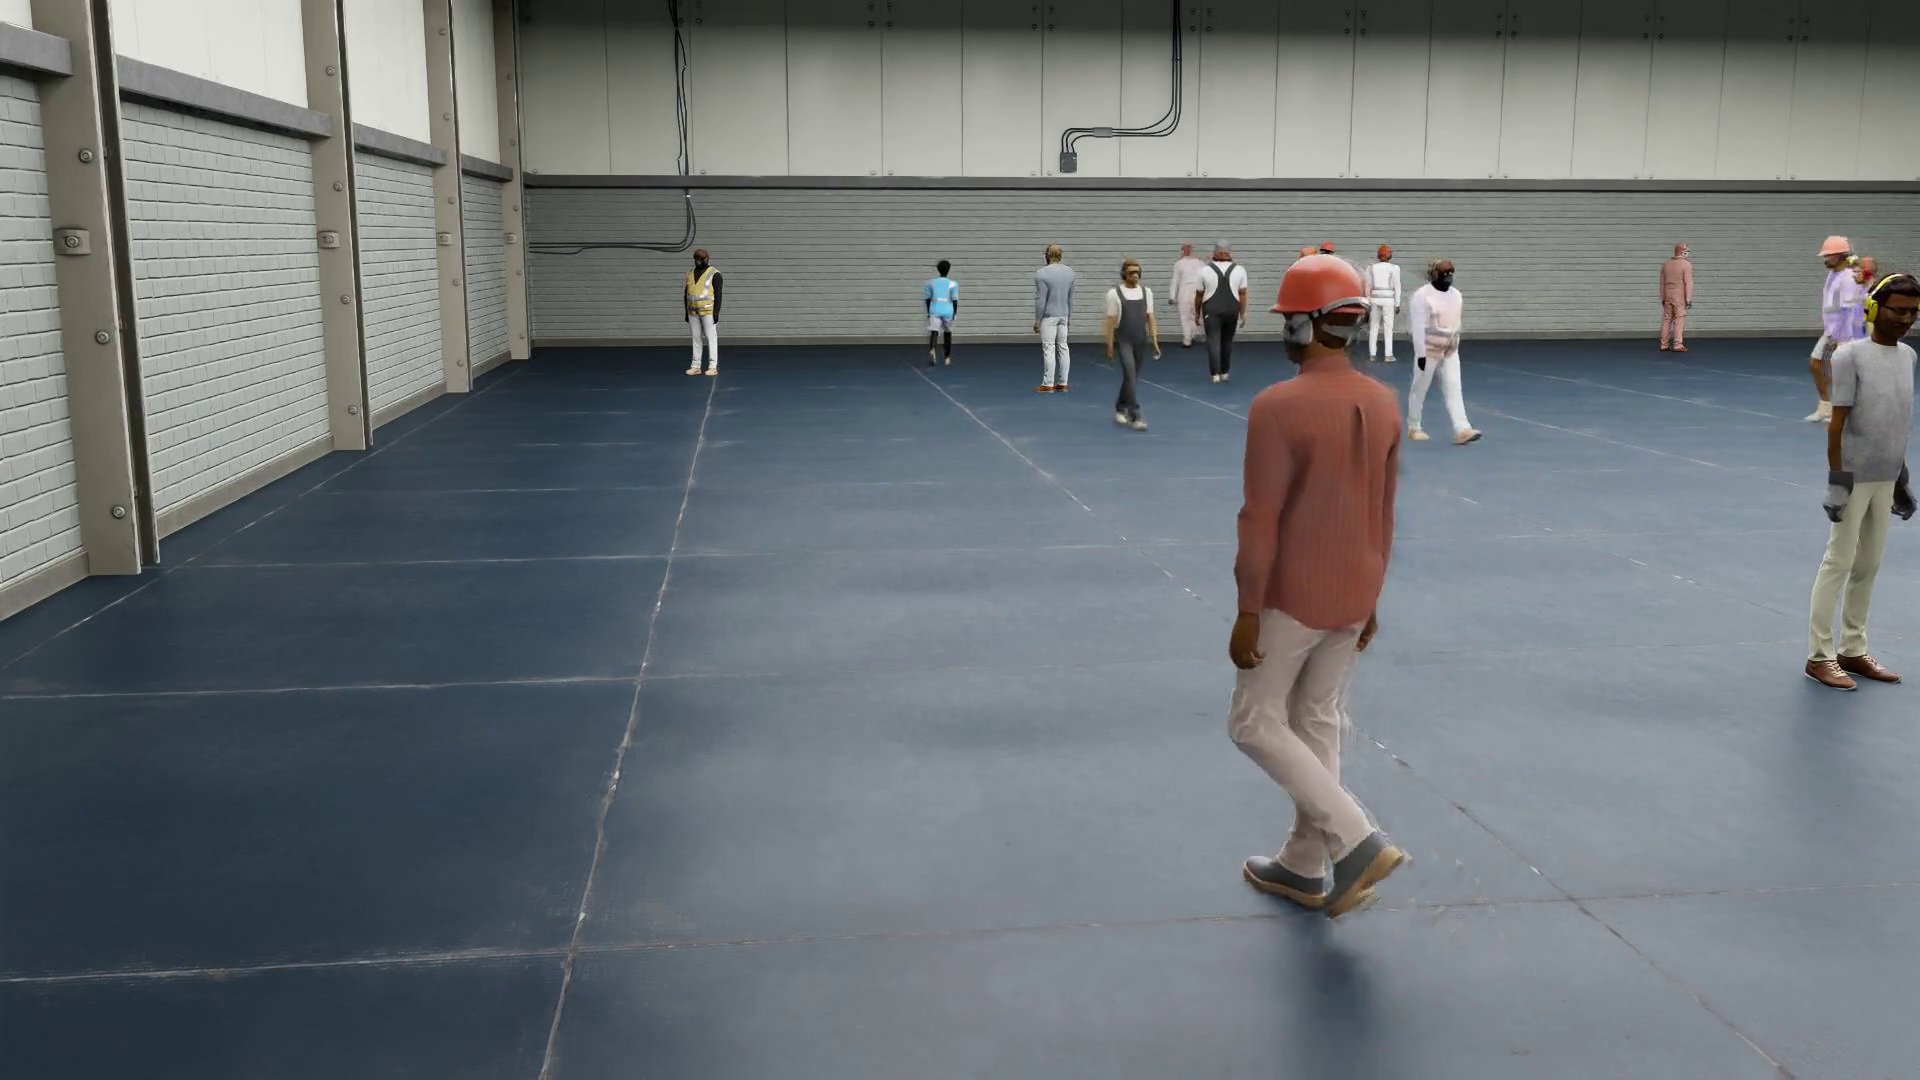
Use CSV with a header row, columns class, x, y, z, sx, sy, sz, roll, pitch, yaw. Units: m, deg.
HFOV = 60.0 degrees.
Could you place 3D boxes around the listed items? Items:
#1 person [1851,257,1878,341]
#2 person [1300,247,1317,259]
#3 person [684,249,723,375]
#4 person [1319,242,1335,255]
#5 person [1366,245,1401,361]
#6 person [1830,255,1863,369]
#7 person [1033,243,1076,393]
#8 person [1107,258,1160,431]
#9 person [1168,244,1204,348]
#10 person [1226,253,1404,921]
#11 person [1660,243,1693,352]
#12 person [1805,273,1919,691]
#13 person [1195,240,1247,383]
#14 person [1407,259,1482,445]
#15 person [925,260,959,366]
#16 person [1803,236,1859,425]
class,x,y,z,sx,sy,sz,roll,pitch,yaw
person,9.036,-1.891,16.536,0.450,1.818,0.632,6,12,31
person,4.525,-2.855,21.653,0.341,1.882,0.587,4,11,20
person,-3.786,-3.335,24.398,0.627,1.846,0.429,5,11,25
person,6.743,-4.537,30.744,0.365,1.932,0.543,-8,13,-36
person,6.892,-3.848,27.096,0.575,1.885,0.355,6,12,30
person,13.278,-3.383,24.909,0.538,1.749,0.444,5,11,24
person,1.210,-2.873,21.602,0.630,1.940,0.372,-8,13,-38
person,1.801,-2.090,17.691,0.529,1.812,0.934,-4,11,-21
person,4.093,-4.469,30.476,0.679,1.885,0.618,-6,12,-31
person,1.070,0.163,4.856,0.633,1.973,0.571,-8,13,-38
person,12.647,-4.261,29.299,0.403,1.906,0.652,-5,11,-23
person,4.105,-0.262,7.496,0.518,1.865,0.326,-5,11,-24
person,3.629,-3.222,23.234,0.693,2.000,1.012,0,10,2
person,4.711,-1.824,16.241,0.646,1.792,0.953,-5,11,-24
person,-0.290,-3.552,26.069,0.540,1.669,0.776,1,10,8
person,9.374,-2.226,17.827,0.613,2.013,0.647,1,10,6
